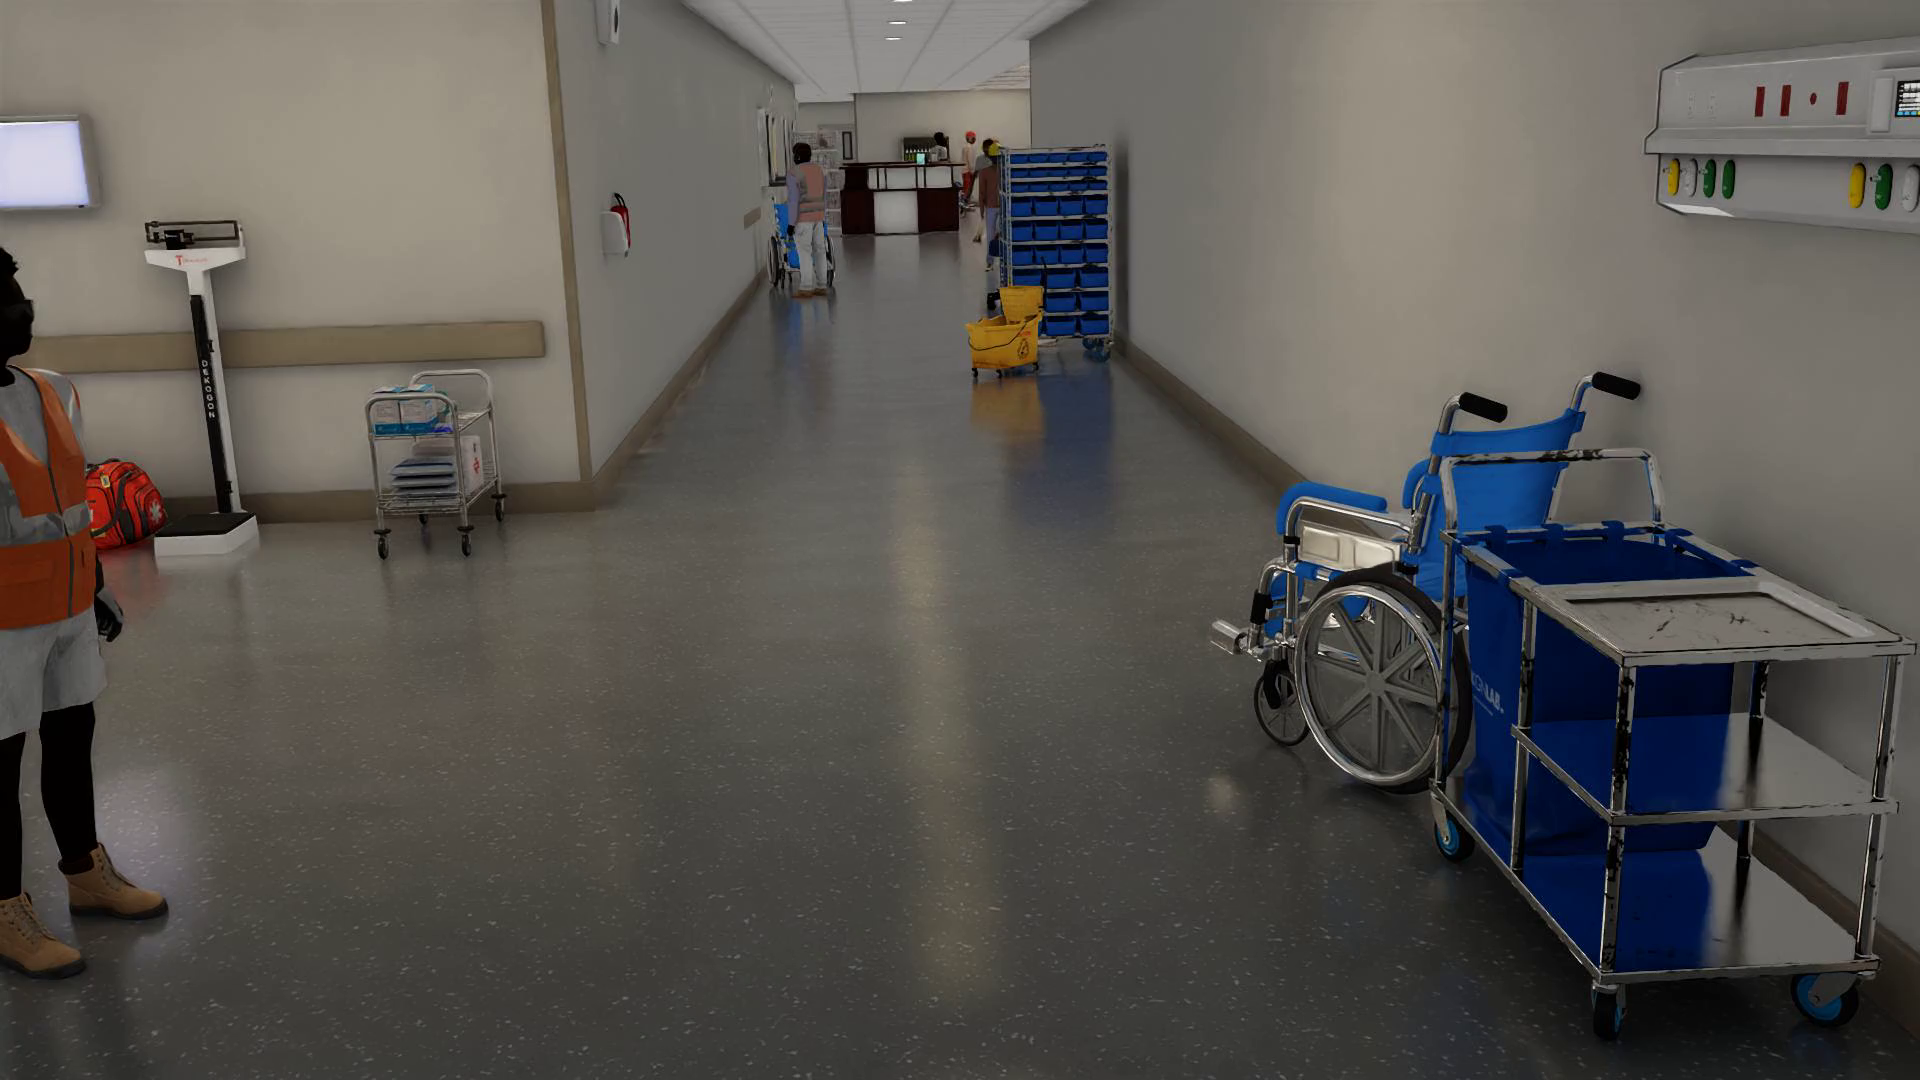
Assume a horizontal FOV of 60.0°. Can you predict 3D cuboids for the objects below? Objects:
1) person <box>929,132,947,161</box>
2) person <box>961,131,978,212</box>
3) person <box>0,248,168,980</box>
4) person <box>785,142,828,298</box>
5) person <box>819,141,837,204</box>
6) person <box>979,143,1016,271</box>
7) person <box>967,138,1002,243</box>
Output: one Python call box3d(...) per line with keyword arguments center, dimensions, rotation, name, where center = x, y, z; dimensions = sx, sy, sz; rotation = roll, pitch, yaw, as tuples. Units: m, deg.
box3d(center=(-0.474, -8.912, 40.421), dimensions=(0.367, 1.966, 0.606), rotation=(-13, 18, -40), name="person")
box3d(center=(0.237, -9.130, 41.228), dimensions=(0.457, 1.976, 0.616), rotation=(-6, 14, -16), name="person")
box3d(center=(-2.189, 0.163, 3.888), dimensions=(0.318, 1.698, 0.535), rotation=(1, 14, 12), name="person")
box3d(center=(-1.851, -3.832, 19.970), dimensions=(0.430, 1.845, 0.623), rotation=(10, 18, 39), name="person")
box3d(center=(-3.825, -10.724, 48.496), dimensions=(0.906, 1.843, 0.592), rotation=(-1, 14, 1), name="person")
box3d(center=(0.521, -4.601, 23.030), dimensions=(0.518, 1.756, 0.344), rotation=(-1, 14, 5), name="person")
box3d(center=(0.509, -6.211, 29.534), dimensions=(0.588, 1.813, 0.947), rotation=(10, 18, 39), name="person")
